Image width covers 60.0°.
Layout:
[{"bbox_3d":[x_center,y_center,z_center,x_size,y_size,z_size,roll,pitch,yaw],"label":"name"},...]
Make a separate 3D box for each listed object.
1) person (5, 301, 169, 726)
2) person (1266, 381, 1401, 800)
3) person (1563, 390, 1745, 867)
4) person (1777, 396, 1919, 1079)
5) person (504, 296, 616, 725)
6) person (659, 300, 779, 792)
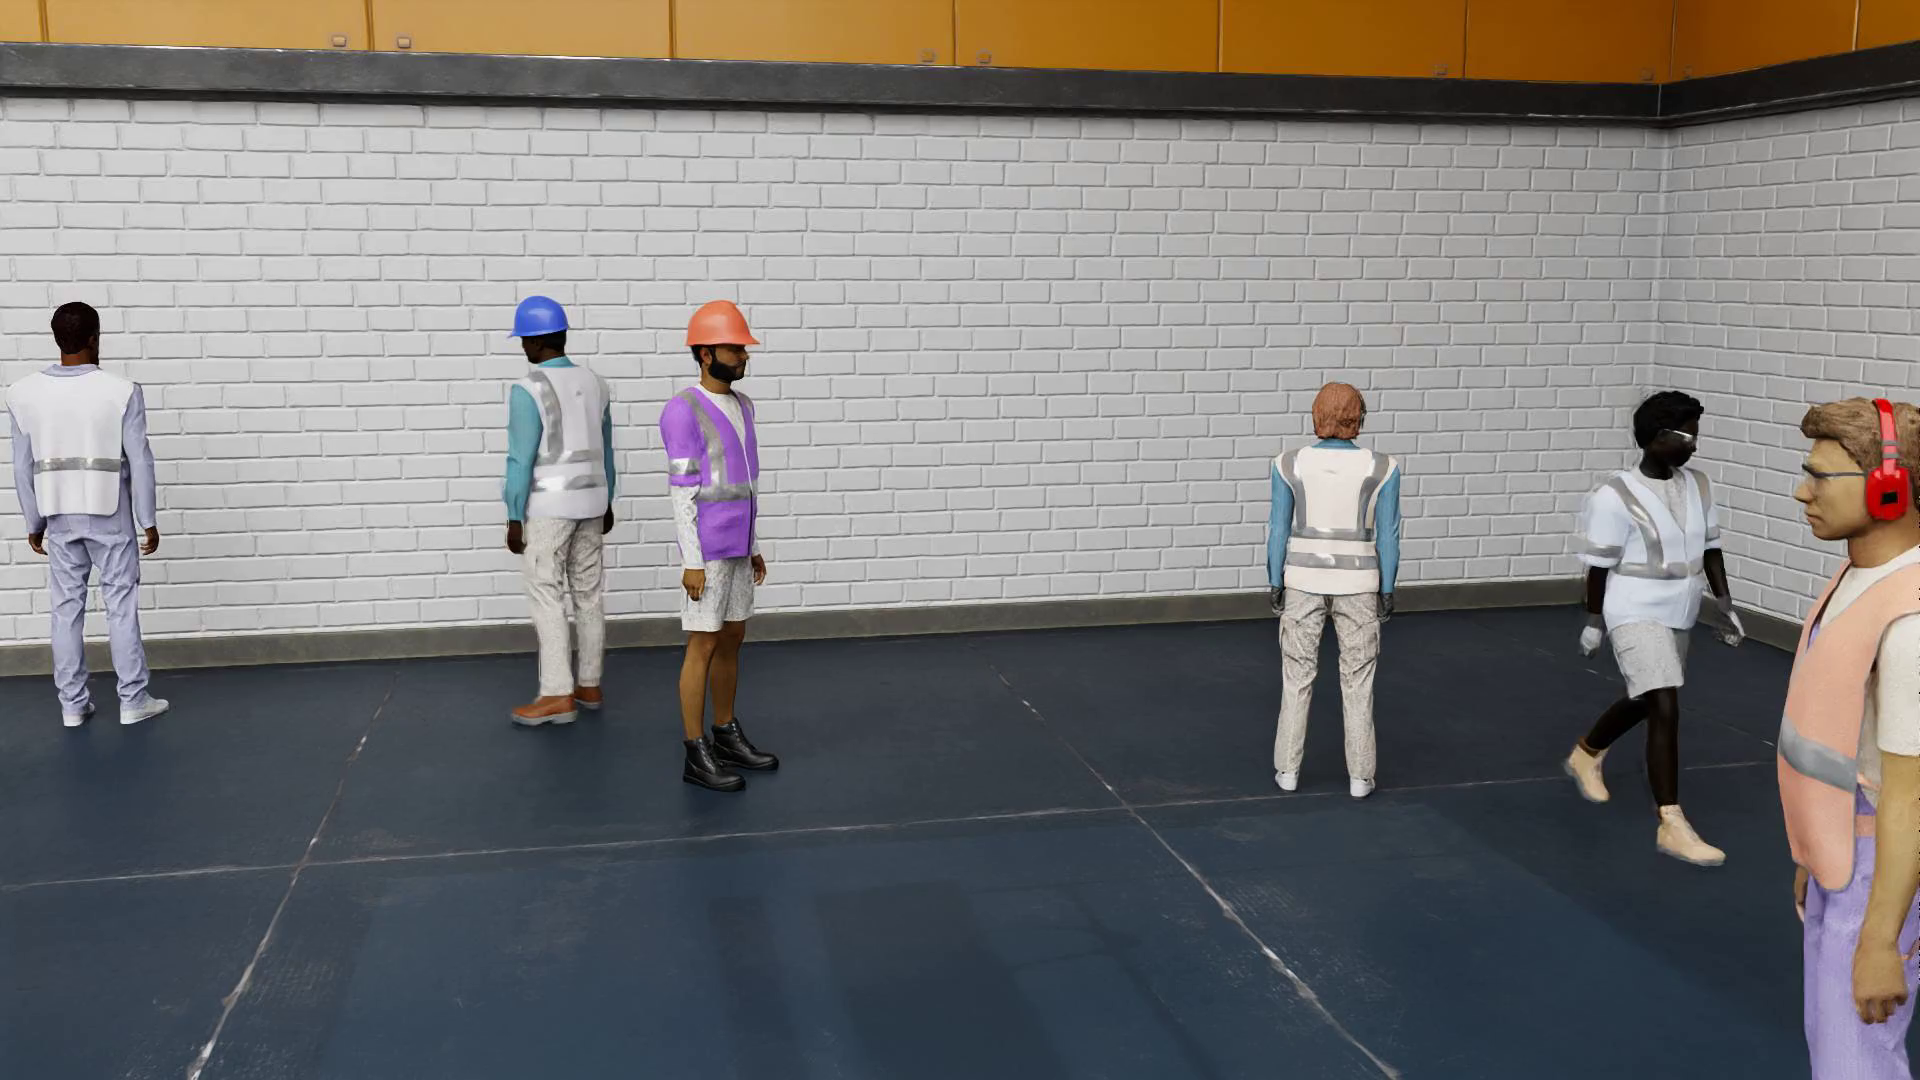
[{"bbox_3d":[-3.928,-0.107,7.500,0.591,1.918,0.387,-1,9,-7],"label":"person"},{"bbox_3d":[1.454,0.199,6.522,0.514,1.631,0.318,3,10,18],"label":"person"},{"bbox_3d":[2.520,0.265,6.084,0.522,1.639,0.882,-5,10,-27],"label":"person"},{"bbox_3d":[1.728,0.650,3.140,0.387,1.837,0.565,3,10,20],"label":"person"},{"bbox_3d":[-1.833,-0.146,7.680,0.433,1.944,0.674,5,11,30],"label":"person"},{"bbox_3d":[-0.952,0.018,6.667,0.349,1.942,0.545,4,10,22],"label":"person"}]
